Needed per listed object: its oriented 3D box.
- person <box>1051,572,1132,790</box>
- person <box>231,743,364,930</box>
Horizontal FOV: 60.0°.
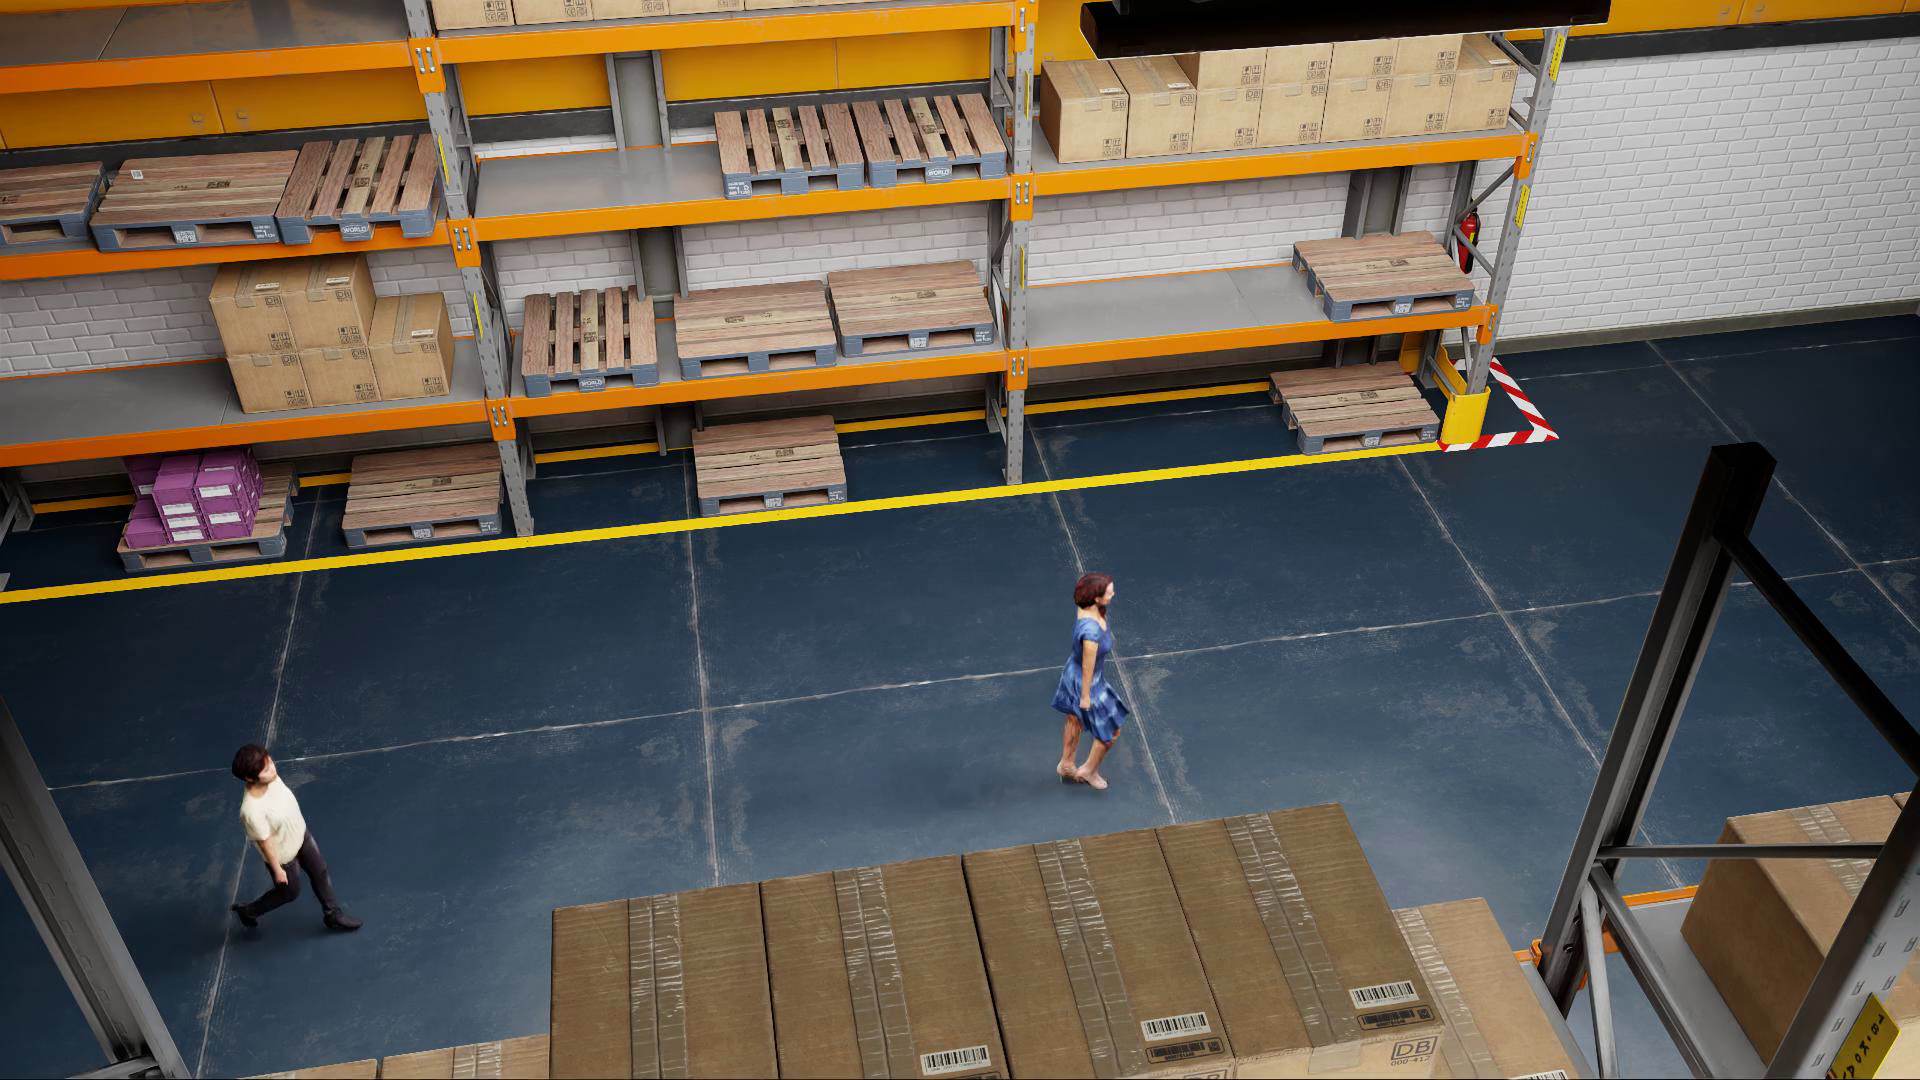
[{"bbox_3d":[0.736,0.943,10.663,0.726,1.794,0.696,-3,39,-4],"label":"person"},{"bbox_3d":[-4.032,1.806,9.765,0.984,1.566,0.691,-1,39,-1],"label":"person"}]
